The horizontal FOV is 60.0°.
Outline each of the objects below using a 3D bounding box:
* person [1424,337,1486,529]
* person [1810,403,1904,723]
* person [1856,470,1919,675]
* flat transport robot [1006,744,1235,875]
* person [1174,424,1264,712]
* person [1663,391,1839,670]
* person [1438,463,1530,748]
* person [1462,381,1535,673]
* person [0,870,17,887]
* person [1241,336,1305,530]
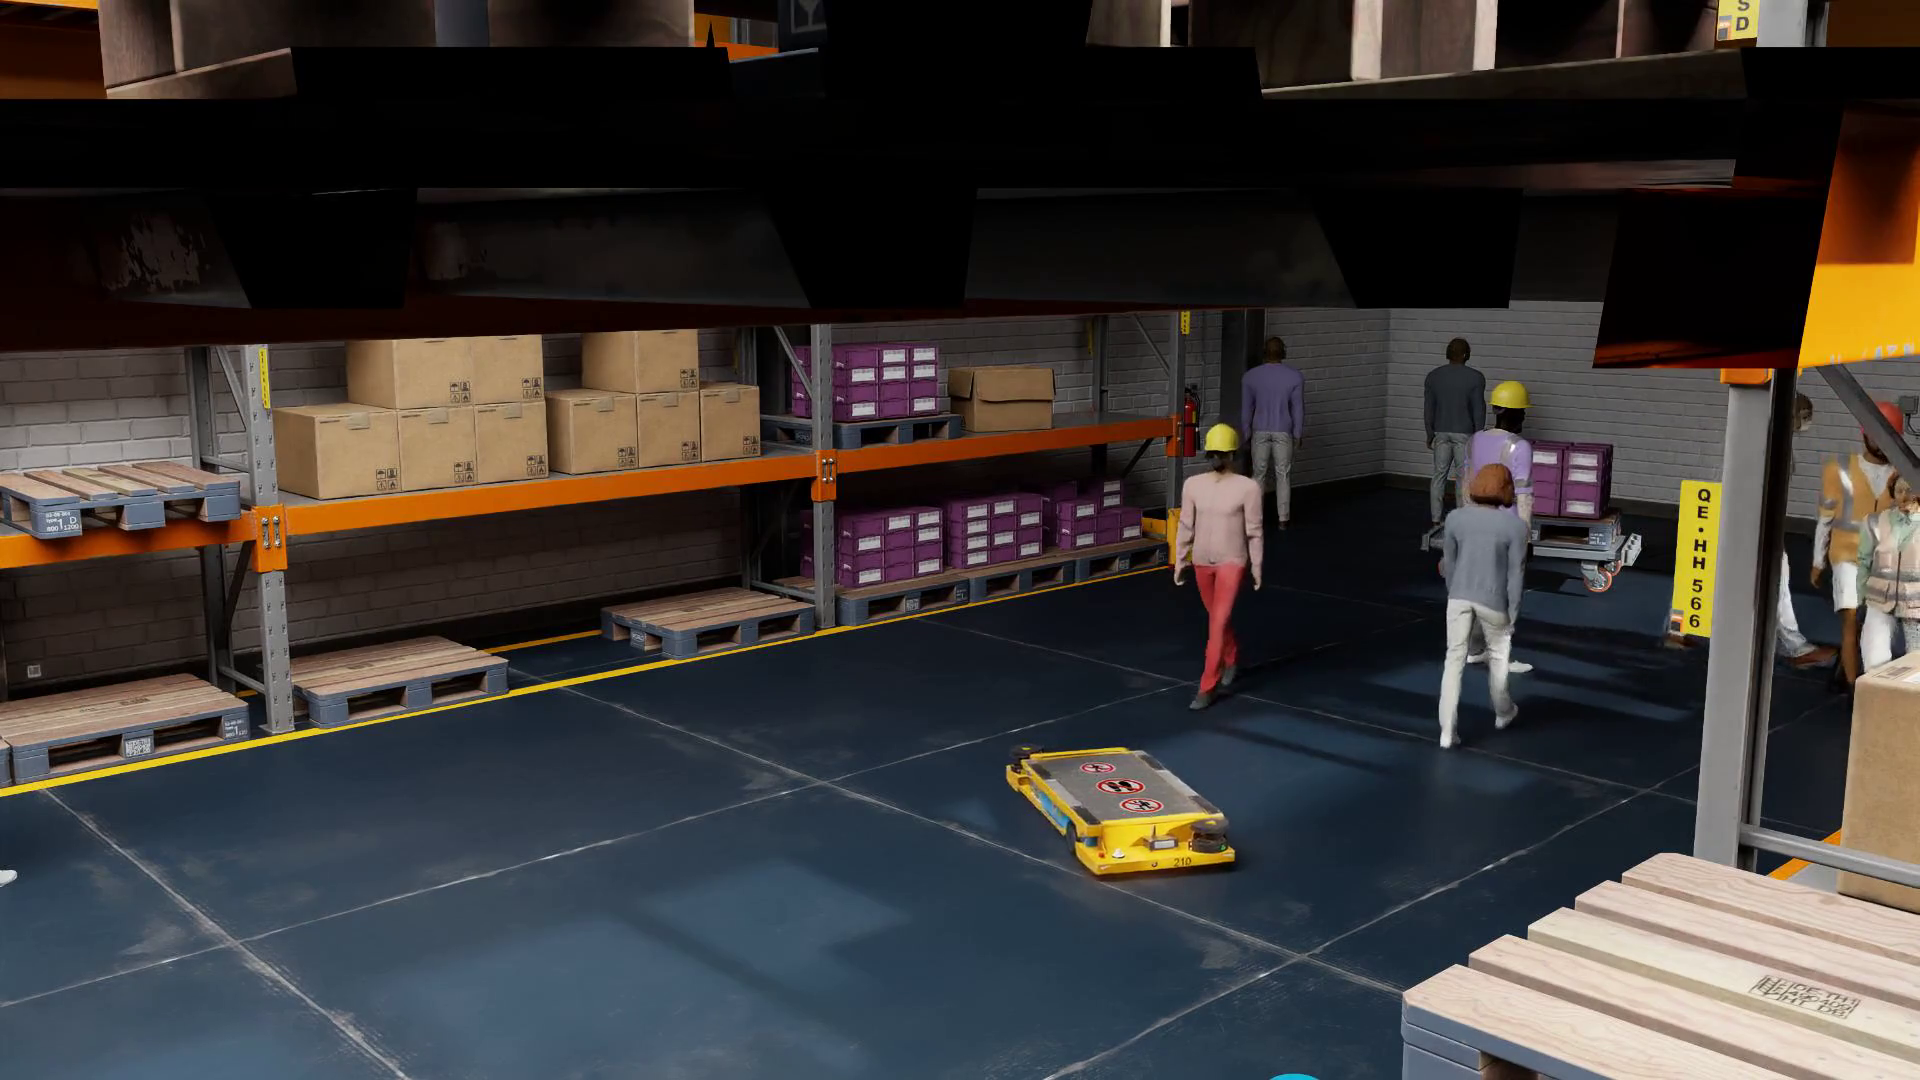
[{"bbox_3d":[4.918,-1.042,16.542,0.628,1.939,0.373,8,12,37],"label":"person"},{"bbox_3d":[5.471,0.098,10.069,0.551,1.878,1.026,2,10,13],"label":"person"},{"bbox_3d":[5.260,0.368,9.257,0.511,1.603,0.829,9,13,43],"label":"person"},{"bbox_3d":[0.731,1.250,7.992,0.652,0.197,1.431,-3,10,-15],"label":"flat transport robot"},{"bbox_3d":[1.619,0.130,10.316,0.533,1.725,0.924,6,12,33],"label":"person"},{"bbox_3d":[5.335,-0.076,11.163,1.099,1.865,0.687,3,10,19],"label":"person"},{"bbox_3d":[2.946,0.356,9.392,0.500,1.579,0.865,7,12,34],"label":"person"},{"bbox_3d":[3.567,-0.086,10.975,0.366,1.926,0.594,-4,11,-24],"label":"person"},{"bbox_3d":[-4.369,0.673,7.085,0.484,1.738,0.305,-1,10,-6],"label":"person"},{"bbox_3d":[3.132,-1.066,16.680,0.629,1.940,0.372,3,10,16],"label":"person"}]
